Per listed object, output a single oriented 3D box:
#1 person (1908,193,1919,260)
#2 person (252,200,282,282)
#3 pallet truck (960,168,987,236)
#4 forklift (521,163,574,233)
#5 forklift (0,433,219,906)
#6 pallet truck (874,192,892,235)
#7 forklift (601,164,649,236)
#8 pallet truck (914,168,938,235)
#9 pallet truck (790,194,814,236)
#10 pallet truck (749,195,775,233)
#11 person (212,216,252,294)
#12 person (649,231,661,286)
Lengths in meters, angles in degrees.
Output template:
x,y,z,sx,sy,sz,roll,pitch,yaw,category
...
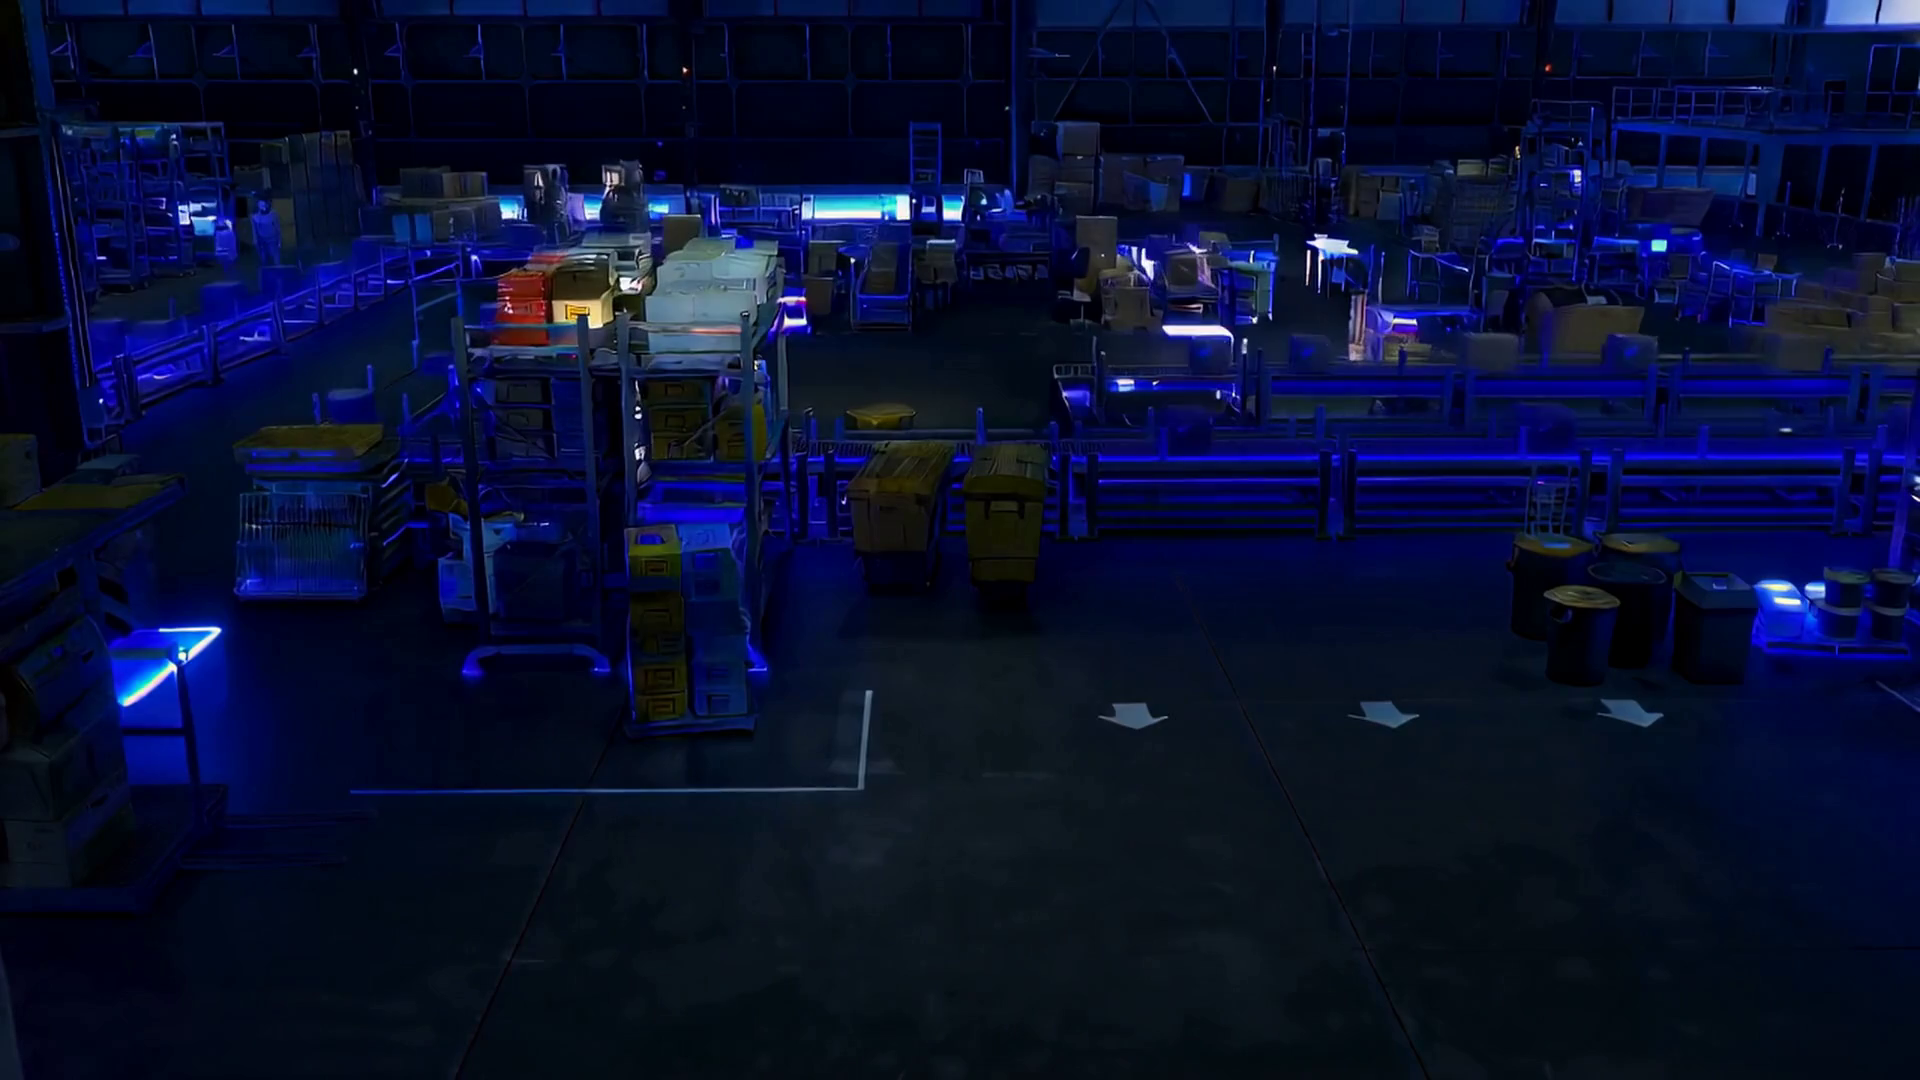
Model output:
x,y,z,sx,sy,sz,roll,pitch,yaw,category
23.535,-7.542,40.899,0.388,1.991,0.726,15,22,42,person
-16.397,-7.074,39.390,0.647,1.913,0.409,-3,16,-11,person
0.383,-10.230,50.206,0.823,1.965,1.885,-1,16,-3,pallet truck
-12.233,-10.122,49.298,1.157,1.987,2.680,0,16,-1,forklift
-5.952,0.780,10.366,1.873,2.768,1.129,0,16,-1,forklift
-2.277,-9.986,50.594,0.653,1.274,1.630,0,16,-1,pallet truck
-9.948,-10.127,49.296,1.157,1.987,2.680,-1,16,-3,forklift
-0.989,-10.316,50.507,0.823,1.965,1.885,1,16,3,pallet truck
-4.814,-9.883,50.259,0.704,1.261,1.522,-1,16,-3,pallet truck
-6.051,-9.967,50.660,0.680,1.201,1.601,0,16,-1,pallet truck
-16.203,-6.277,36.819,0.591,1.803,0.826,10,19,31,person
-6.211,-5.468,34.147,0.338,1.731,0.624,-2,16,-7,person
